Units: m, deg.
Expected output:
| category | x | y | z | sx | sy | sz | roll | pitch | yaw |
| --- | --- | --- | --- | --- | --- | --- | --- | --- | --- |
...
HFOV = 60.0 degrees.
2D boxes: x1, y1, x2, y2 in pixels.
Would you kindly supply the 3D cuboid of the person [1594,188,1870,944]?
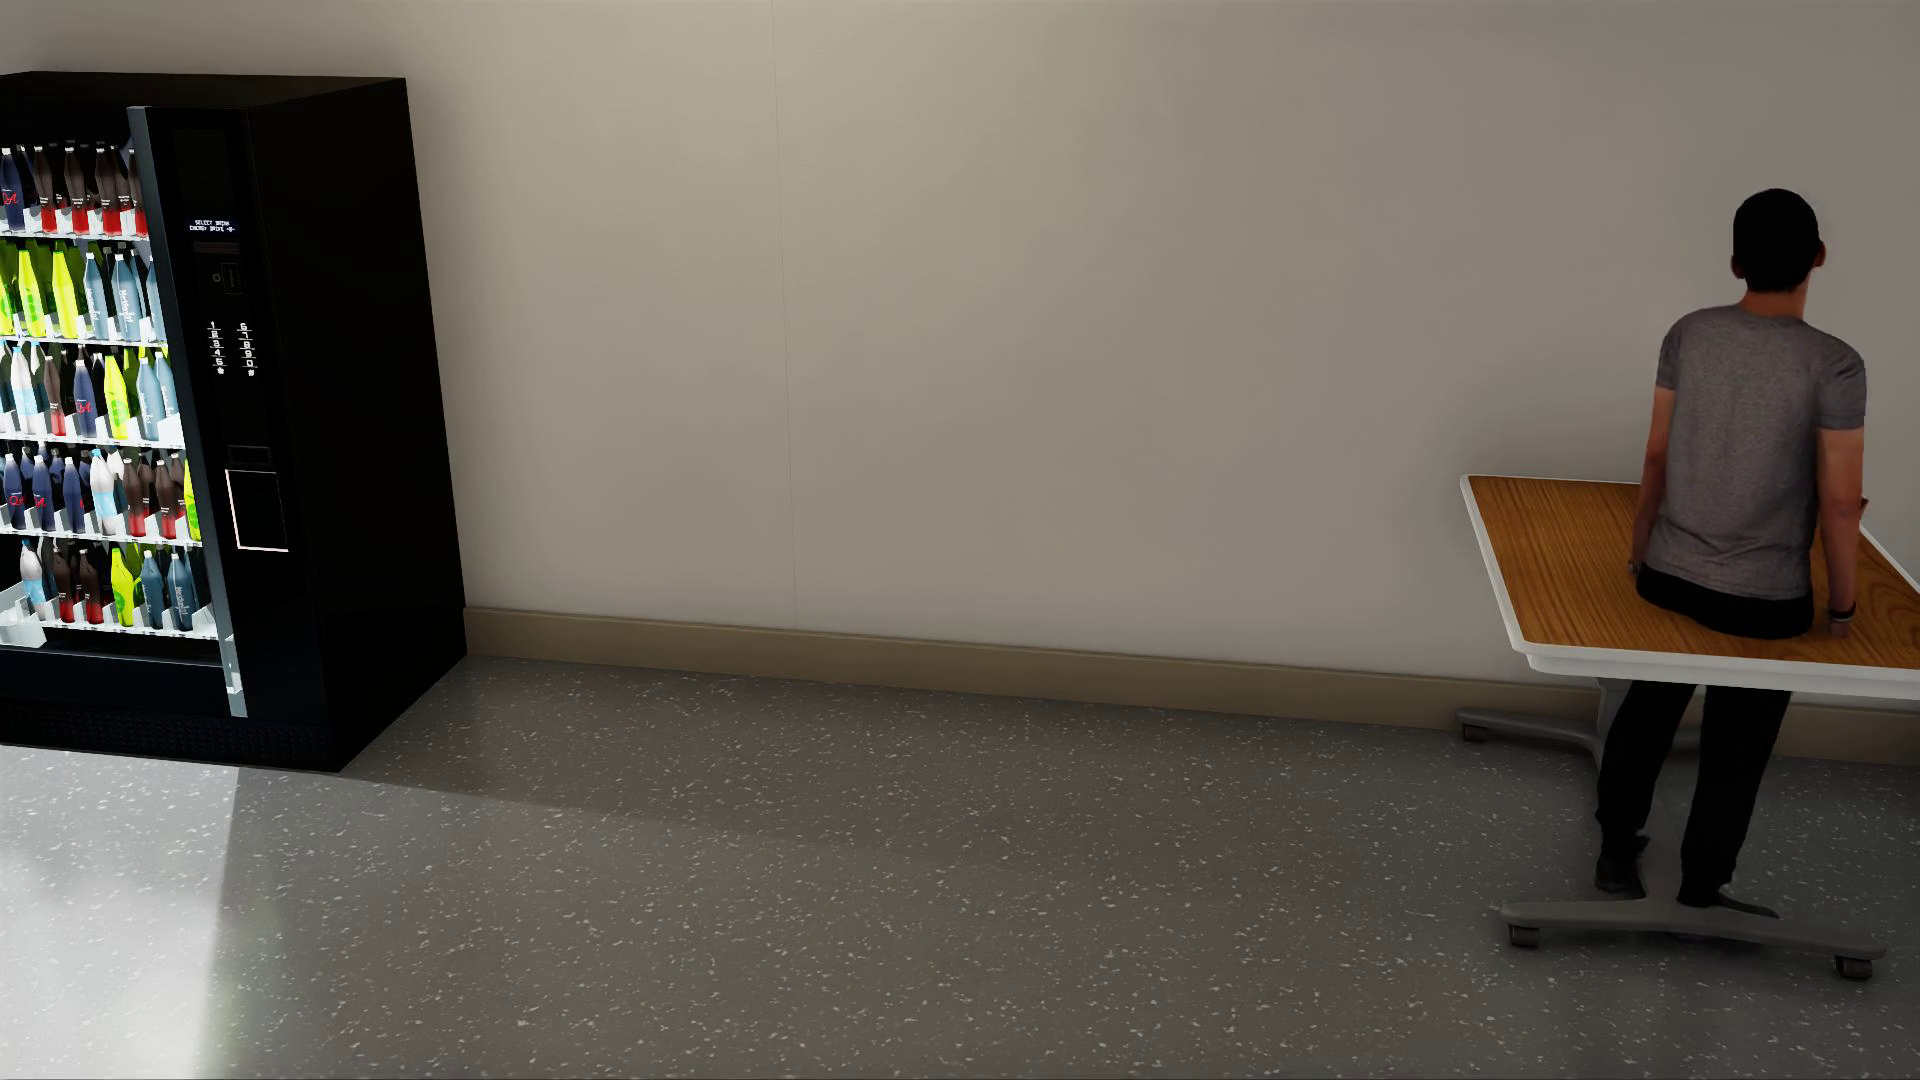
| category | x | y | z | sx | sy | sz | roll | pitch | yaw |
| --- | --- | --- | --- | --- | --- | --- | --- | --- | --- |
| person | 1.718 | 0.088 | 3.740 | 0.816 | 1.751 | 0.763 | -10 | 23 | -25 |
